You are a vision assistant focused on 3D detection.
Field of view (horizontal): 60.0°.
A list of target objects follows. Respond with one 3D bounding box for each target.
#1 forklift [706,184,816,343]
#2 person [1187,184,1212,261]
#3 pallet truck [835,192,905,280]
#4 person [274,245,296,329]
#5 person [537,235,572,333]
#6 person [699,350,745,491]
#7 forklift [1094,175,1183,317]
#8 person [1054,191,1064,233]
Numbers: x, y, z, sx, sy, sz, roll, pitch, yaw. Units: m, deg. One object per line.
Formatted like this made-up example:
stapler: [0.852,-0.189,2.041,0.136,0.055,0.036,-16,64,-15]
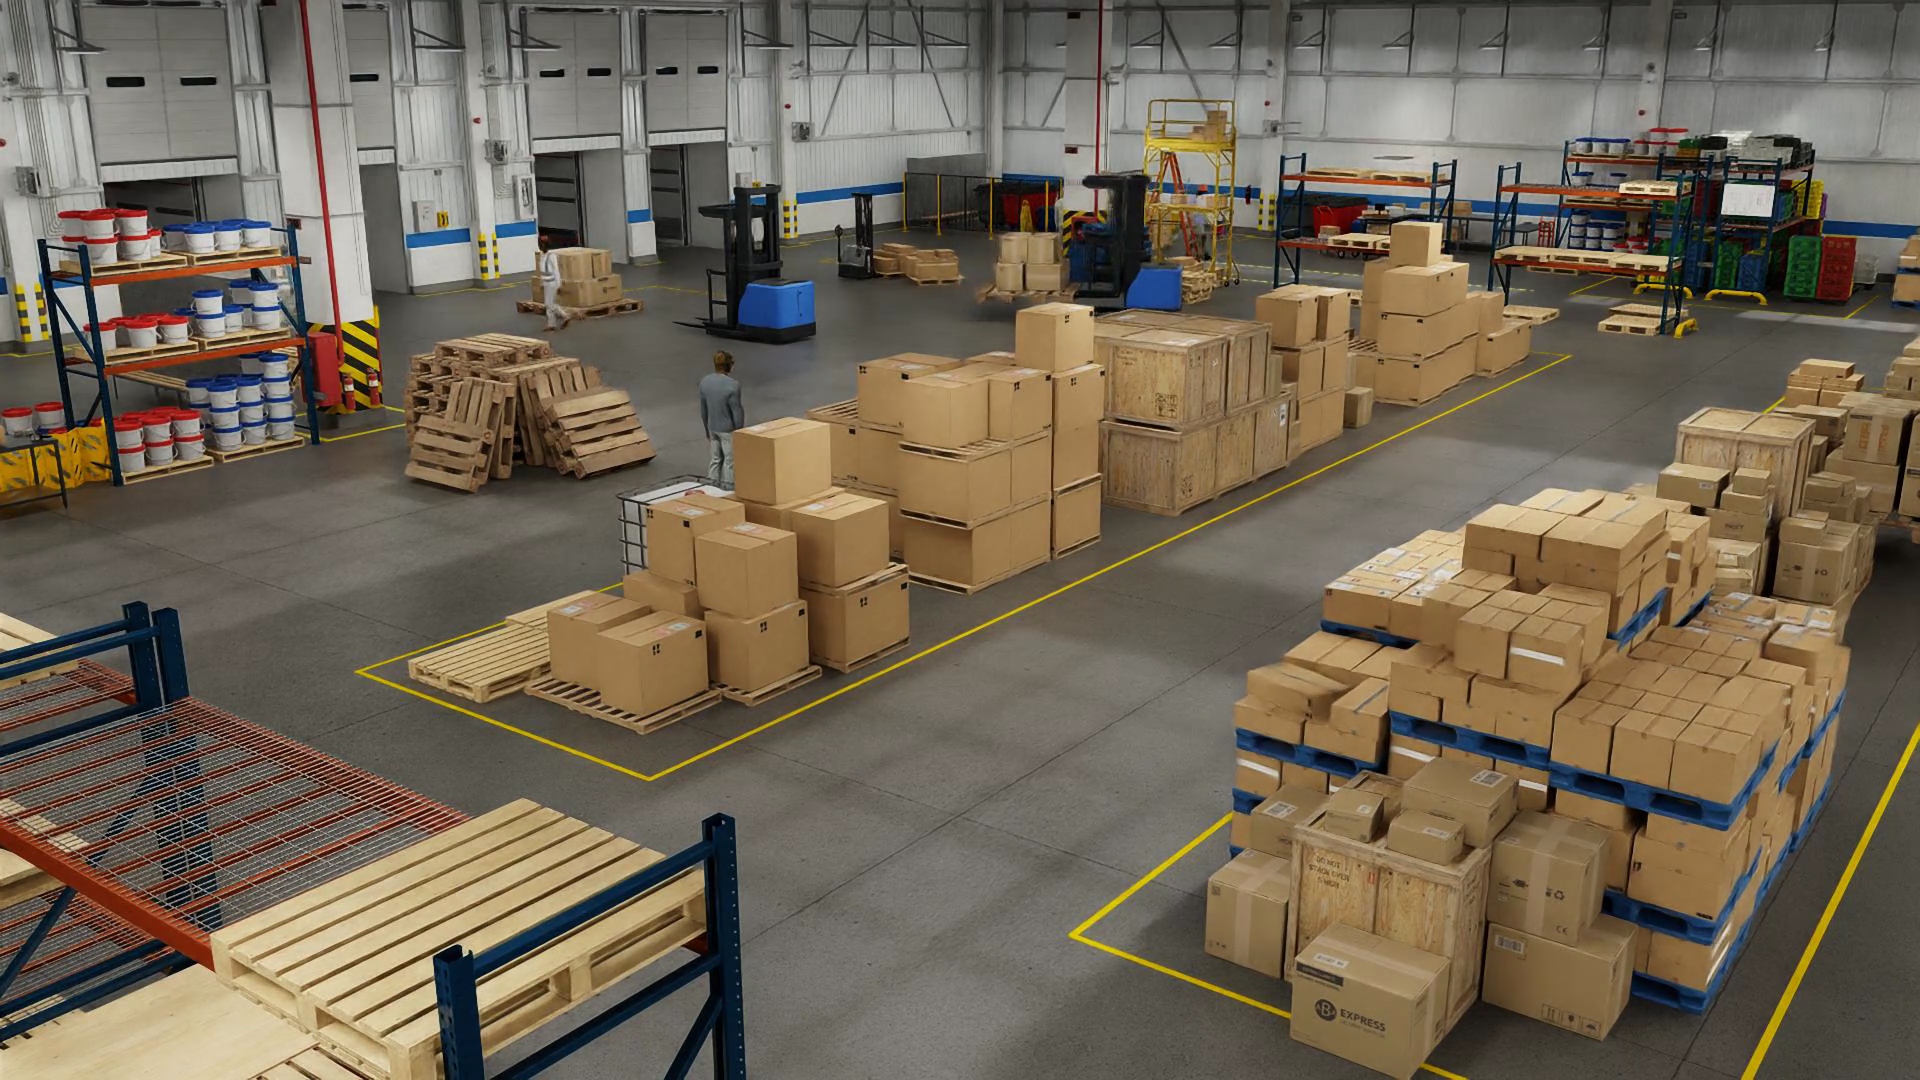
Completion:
forklift: [-3.717,-5.181,30.929,1.873,2.768,1.129,12,21,35]
person: [6.139,-7.996,41.911,0.901,1.905,0.550,6,18,19]
pallet truck: [-1.936,-7.159,38.982,1.885,1.965,0.823,-12,21,-34]
person: [-12.953,-4.841,31.939,0.529,1.625,0.392,9,19,28]
person: [-7.760,-4.871,31.624,0.475,1.868,0.591,-12,20,-34]
person: [-2.771,-1.273,19.593,0.636,1.938,0.358,12,21,35]
forklift: [3.476,-5.770,32.880,1.873,2.768,1.129,3,17,10]
person: [2.615,-7.680,40.808,0.636,1.938,0.358,12,21,35]
